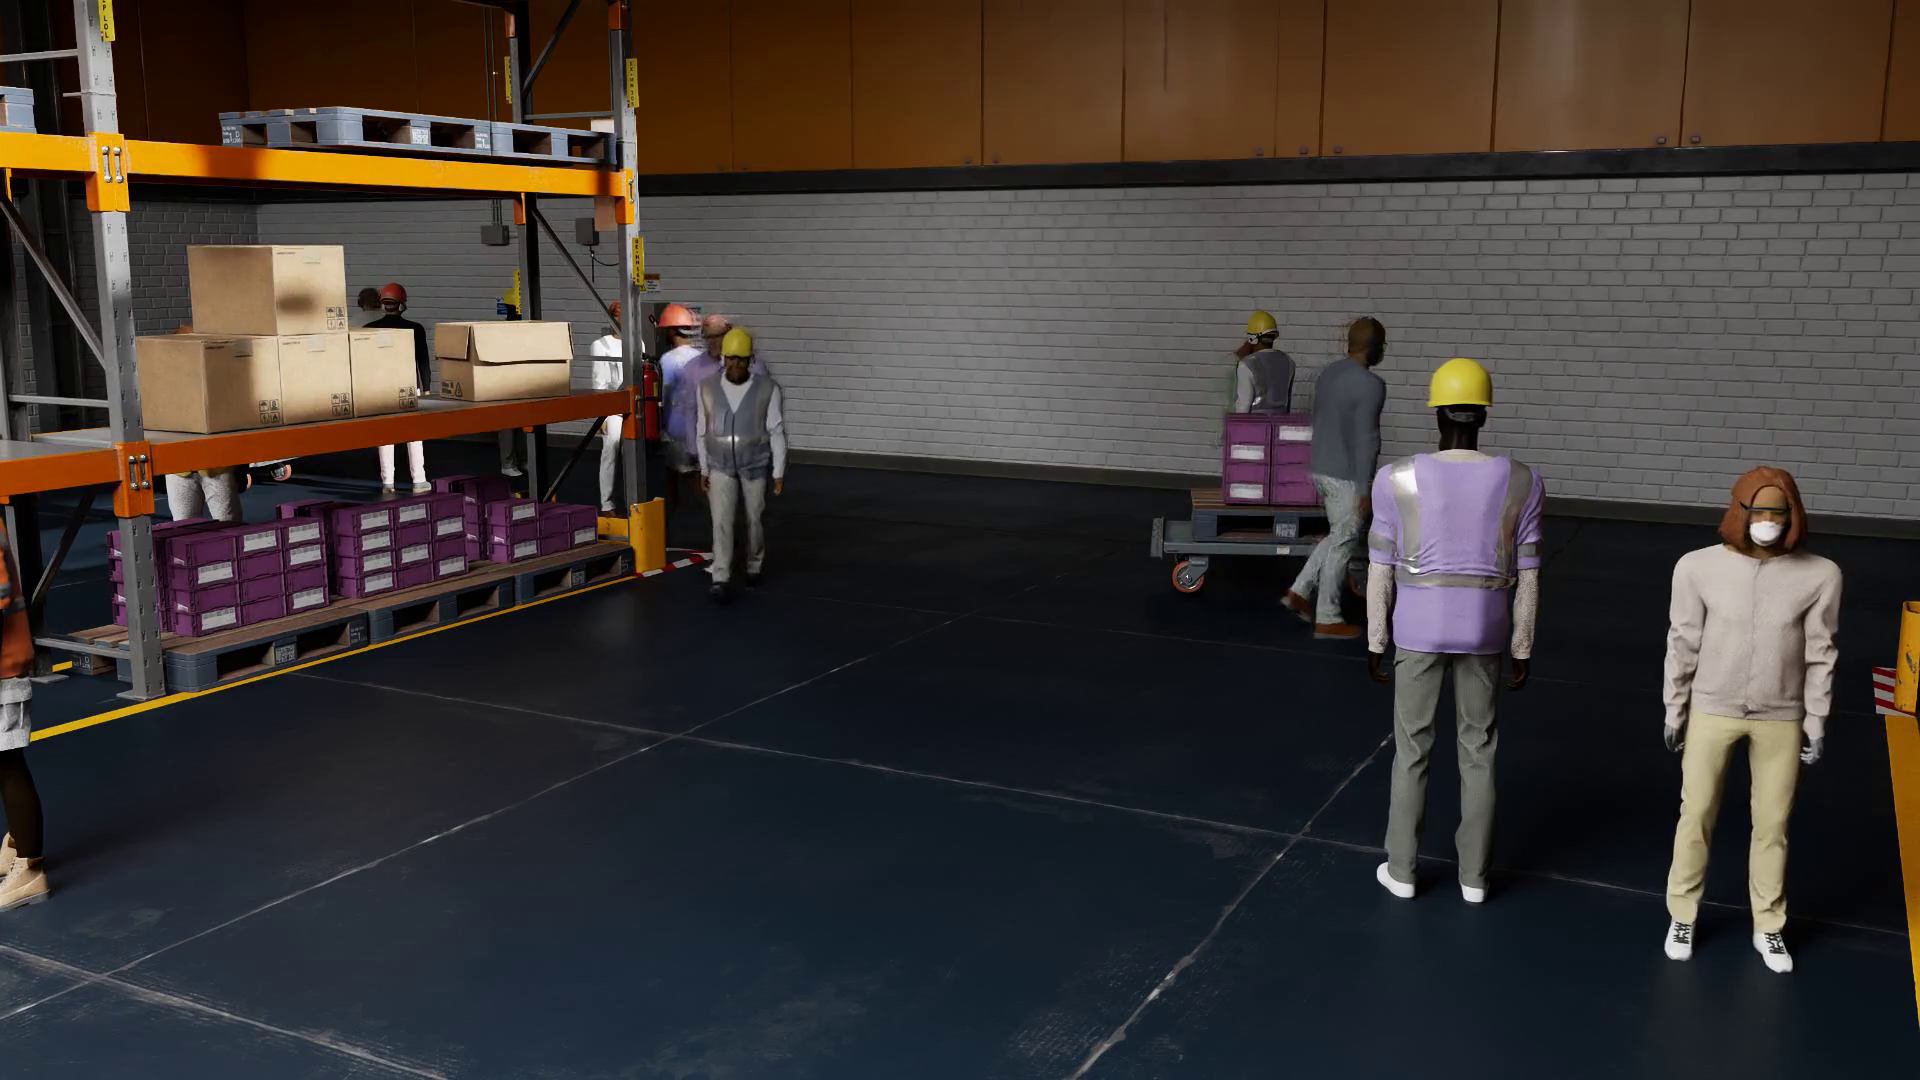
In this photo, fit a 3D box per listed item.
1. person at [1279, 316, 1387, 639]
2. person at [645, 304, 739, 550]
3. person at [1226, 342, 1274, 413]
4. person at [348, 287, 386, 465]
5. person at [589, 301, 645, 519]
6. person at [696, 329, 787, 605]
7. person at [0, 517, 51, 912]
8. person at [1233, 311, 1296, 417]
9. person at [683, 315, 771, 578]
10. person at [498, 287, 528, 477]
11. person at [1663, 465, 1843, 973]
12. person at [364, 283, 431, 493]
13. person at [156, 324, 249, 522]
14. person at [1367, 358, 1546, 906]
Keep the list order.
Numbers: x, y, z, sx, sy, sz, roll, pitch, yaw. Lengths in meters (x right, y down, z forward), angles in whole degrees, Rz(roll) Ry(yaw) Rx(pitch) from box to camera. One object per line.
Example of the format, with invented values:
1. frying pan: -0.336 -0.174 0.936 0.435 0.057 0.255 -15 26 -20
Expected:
1. person: 2.258 -0.355 9.793 0.489 1.910 0.653 -2 10 -10
2. person: -2.124 -0.862 12.828 0.982 1.896 0.566 3 10 17
3. person: 2.314 -0.867 13.628 0.439 1.604 0.566 -4 11 -24
4. person: -6.441 -1.780 18.093 0.918 1.905 0.635 10 14 44
5. person: -2.875 -1.083 14.124 0.348 1.879 0.578 7 12 37
6. person: -1.439 -0.484 10.903 0.611 1.777 0.967 0 10 1
7. person: -3.403 0.443 5.793 0.317 1.698 0.540 -6 12 -32
8. person: 2.322 -0.855 12.924 0.590 1.833 0.404 -8 13 -39
9. person: -1.607 -0.673 11.858 0.749 1.840 1.015 1 10 7
10. person: -4.563 -1.622 17.091 0.364 1.928 0.587 4 11 21
11. person: 2.495 0.568 5.294 0.493 1.627 0.284 3 10 18
12. person: -5.346 -1.437 15.824 0.624 1.993 0.385 -1 10 -7
13. person: -4.860 -0.458 10.651 0.621 1.835 0.430 -1 10 -3
14. person: 1.722 0.325 5.860 0.588 1.919 0.402 1 10 8
